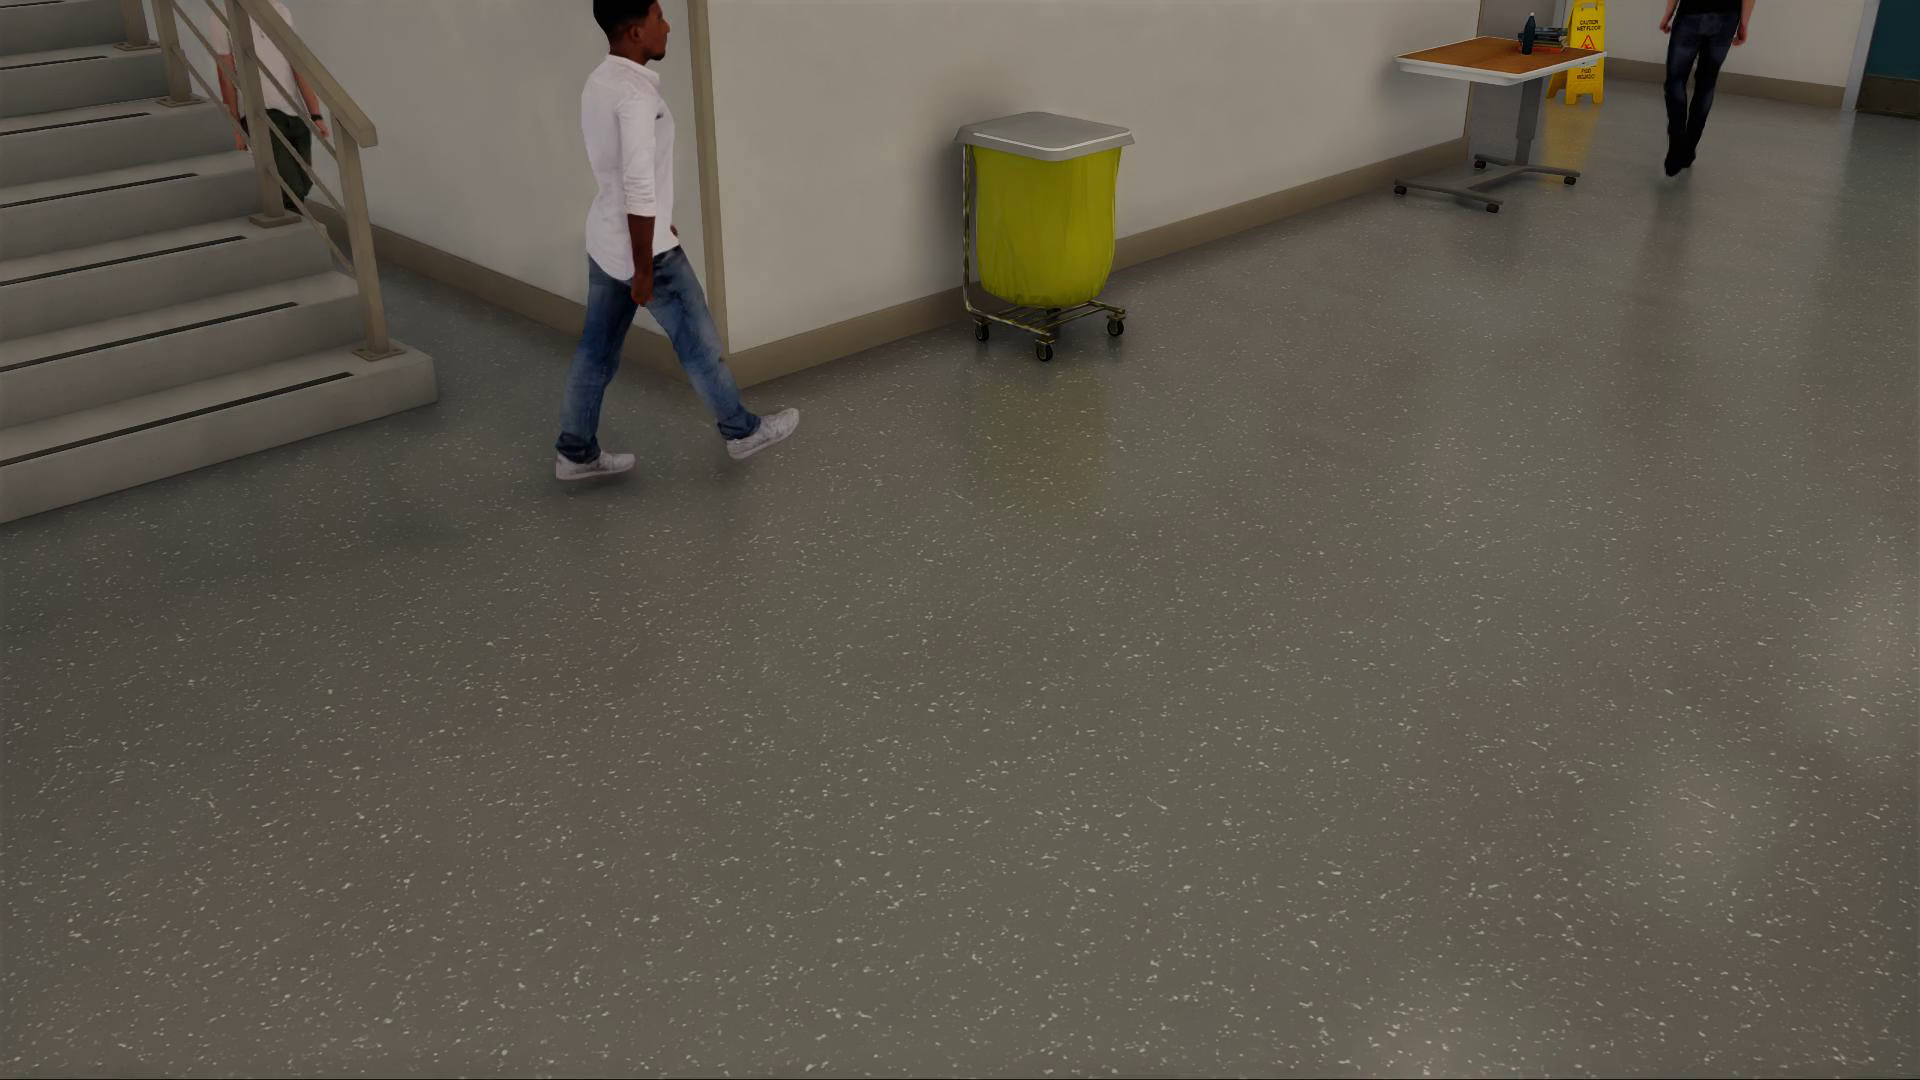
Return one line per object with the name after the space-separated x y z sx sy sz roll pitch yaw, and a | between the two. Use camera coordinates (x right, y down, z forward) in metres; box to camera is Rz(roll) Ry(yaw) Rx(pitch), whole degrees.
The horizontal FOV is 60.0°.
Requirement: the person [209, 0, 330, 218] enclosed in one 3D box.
-3.361 -2.027 8.067 1.061 1.628 0.602 21 33 36 | person

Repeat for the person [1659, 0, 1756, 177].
4.551 -3.170 10.149 1.144 1.878 1.065 8 27 16 | person

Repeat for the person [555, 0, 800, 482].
-1.218 -1.020 5.818 0.913 1.768 1.149 -15 29 -28 | person
